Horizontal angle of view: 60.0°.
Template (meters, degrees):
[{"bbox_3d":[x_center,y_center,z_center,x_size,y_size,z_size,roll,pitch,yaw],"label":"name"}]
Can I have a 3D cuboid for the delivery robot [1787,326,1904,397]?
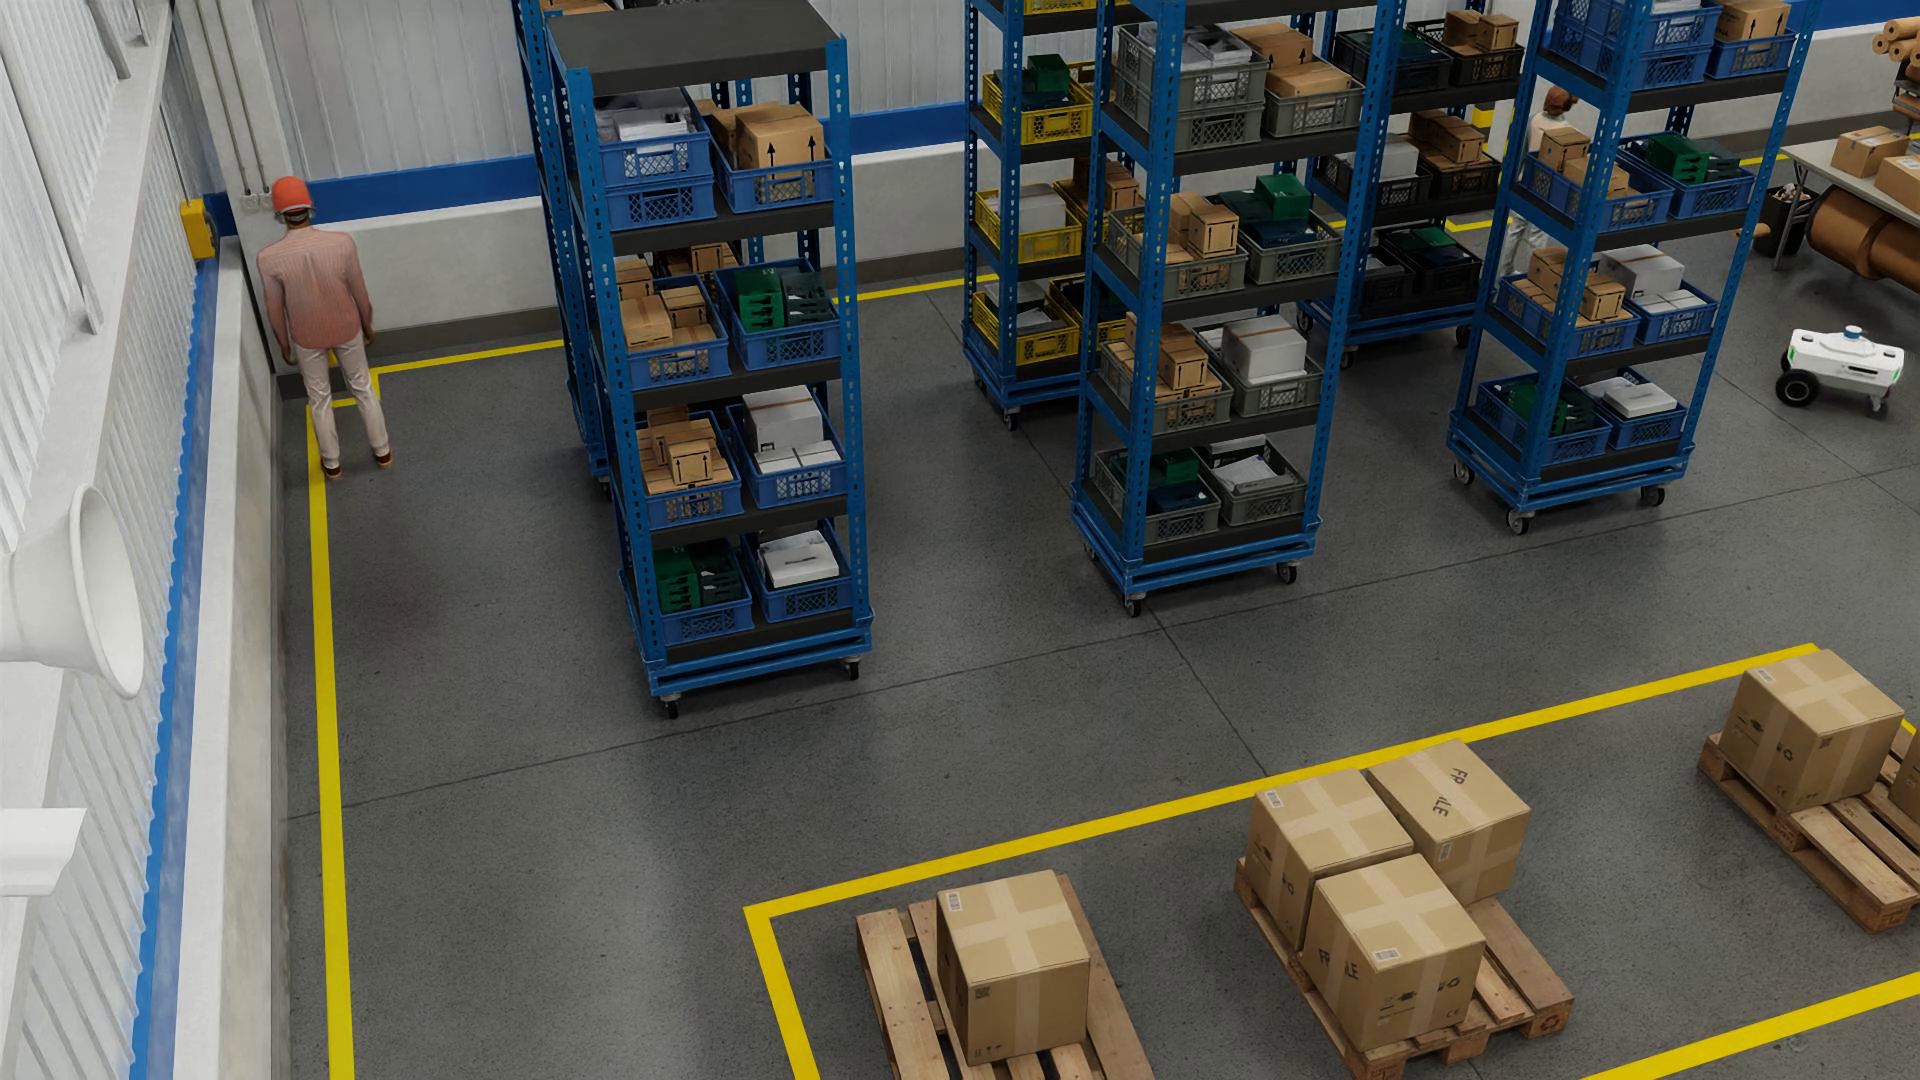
[{"bbox_3d":[6.094,-1.242,11.464,0.707,0.478,0.477,16,39,22],"label":"delivery robot"}]

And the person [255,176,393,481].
[{"bbox_3d":[-3.995,-1.325,10.439,0.613,1.985,0.416,-18,39,-23],"label":"person"}]

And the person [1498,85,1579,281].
[{"bbox_3d":[4.415,-2.673,12.641,0.314,1.639,0.517,-18,39,-24],"label":"person"}]
